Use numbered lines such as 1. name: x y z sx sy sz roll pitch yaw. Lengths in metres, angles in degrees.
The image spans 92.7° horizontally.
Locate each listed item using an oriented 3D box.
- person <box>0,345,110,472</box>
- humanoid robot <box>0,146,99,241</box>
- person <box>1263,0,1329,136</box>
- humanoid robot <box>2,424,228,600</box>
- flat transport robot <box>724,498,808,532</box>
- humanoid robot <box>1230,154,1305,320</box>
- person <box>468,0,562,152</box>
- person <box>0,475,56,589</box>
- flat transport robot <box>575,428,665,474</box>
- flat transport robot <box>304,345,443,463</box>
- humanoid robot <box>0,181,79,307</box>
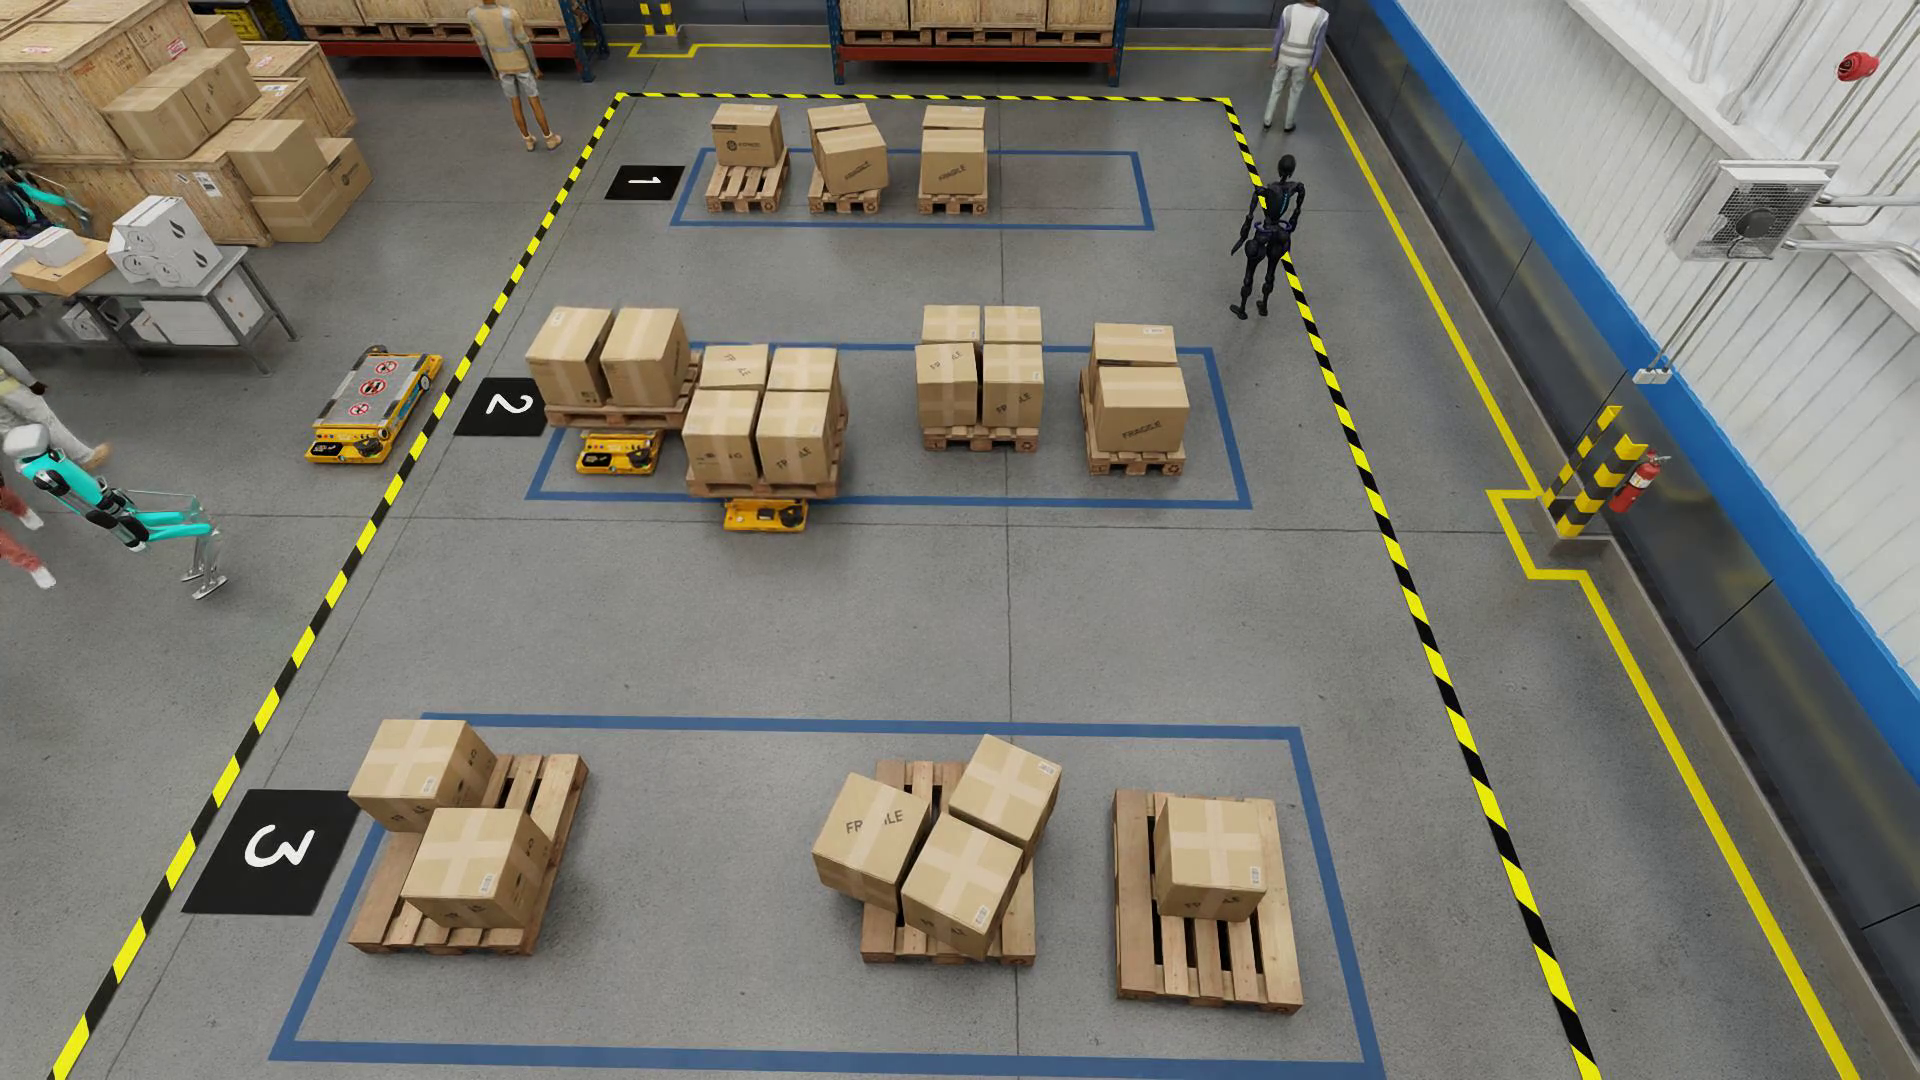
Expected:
1. person: -7.807 -1.260 7.402 0.633 1.841 0.429 -9 50 -8
2. humanoid robot: -9.603 -3.603 9.459 1.005 1.741 0.536 0 50 0
3. person: 4.188 -6.018 11.435 0.599 1.829 0.404 21 53 17
4. humanoid robot: -5.794 -0.247 6.526 0.735 1.677 0.533 -36 58 -26
5. flat transport robot: -1.596 -0.670 7.916 0.652 0.197 1.431 1 50 1
6. humanoid robot: 2.978 -2.927 8.913 0.599 1.655 0.315 -7 50 -6
7. person: -5.389 -5.727 11.050 0.607 2.048 0.365 -3 50 -2
8. person: -7.513 -0.518 6.761 1.005 1.870 0.584 33 57 25
9. flat transport robot: -2.984 -1.177 8.345 0.652 0.197 1.431 1 50 1
10. flat transport robot: -5.383 -1.269 8.441 0.659 0.231 1.431 1 50 1
11. humanoid robot: -8.948 -2.878 8.918 0.765 1.645 0.604 0 50 0
